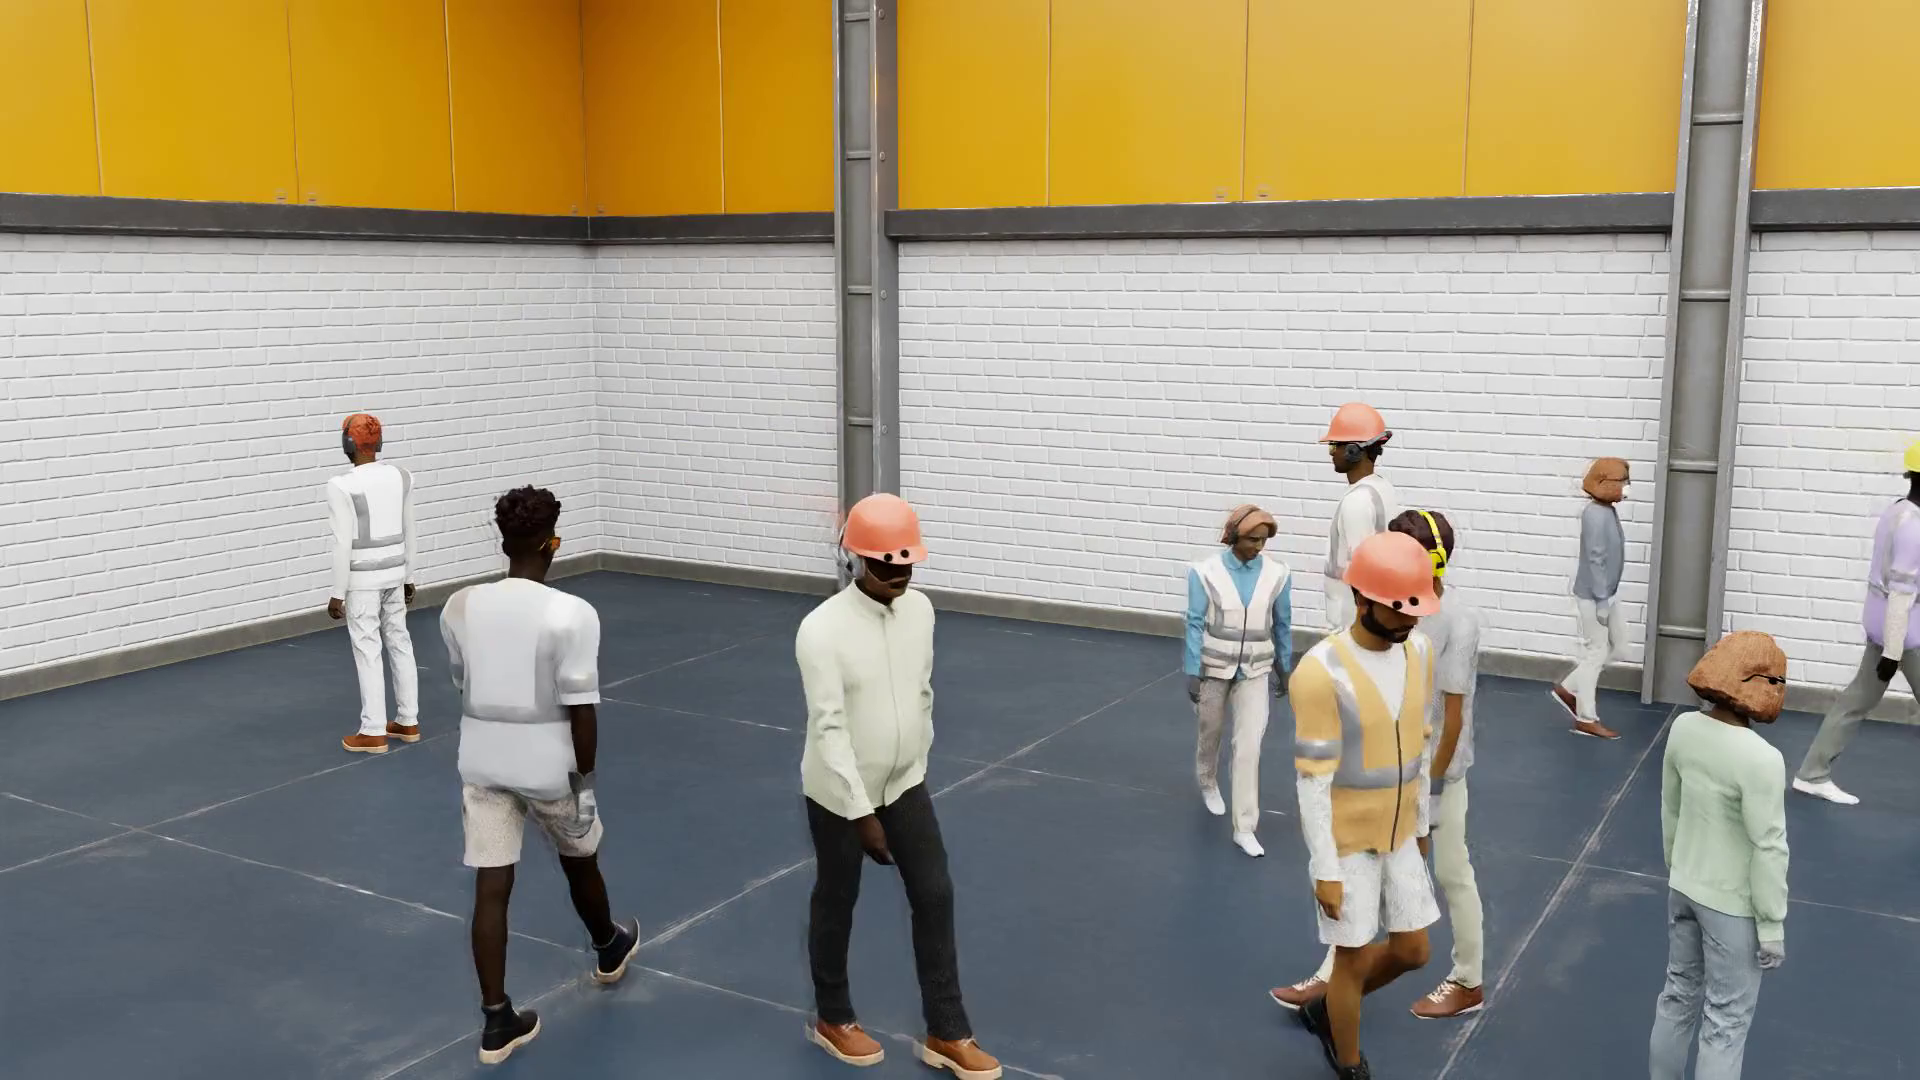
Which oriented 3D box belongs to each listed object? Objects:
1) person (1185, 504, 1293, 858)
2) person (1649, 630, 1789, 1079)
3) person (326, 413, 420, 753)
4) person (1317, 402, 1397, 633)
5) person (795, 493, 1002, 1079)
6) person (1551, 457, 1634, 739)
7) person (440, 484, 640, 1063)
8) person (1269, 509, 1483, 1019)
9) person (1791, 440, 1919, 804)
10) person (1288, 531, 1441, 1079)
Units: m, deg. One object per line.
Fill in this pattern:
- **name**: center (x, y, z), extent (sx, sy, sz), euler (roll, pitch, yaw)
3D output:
- **person**: center (1.301, 0.604, 7.853), extent (0.535, 1.593, 0.842), euler (0, 9, -3)
- **person**: center (2.228, 1.063, 4.857), extent (0.284, 1.633, 0.498), euler (-2, 9, -10)
- **person**: center (-3.256, 0.236, 9.232), extent (0.337, 1.882, 0.583), euler (5, 10, 28)
- **person**: center (1.861, 0.369, 7.911), extent (0.383, 2.041, 0.616), euler (4, 10, 23)
- **person**: center (-0.221, 0.818, 5.367), extent (0.617, 1.950, 0.859), euler (-8, 12, -42)
- **person**: center (3.644, 0.331, 9.466), extent (0.379, 1.622, 0.504), euler (6, 11, 35)
- **person**: center (-1.465, 0.754, 5.866), extent (0.610, 1.917, 0.992), euler (2, 9, 12)
- **person**: center (1.510, 0.813, 5.774), extent (0.888, 1.833, 0.546), euler (-3, 9, -16)
- **person**: center (4.625, 0.427, 8.076), extent (0.994, 1.876, 0.589), euler (3, 10, 20)
- **person**: center (1.234, 0.896, 5.058), extent (0.591, 1.906, 0.537), euler (-5, 11, -31)
